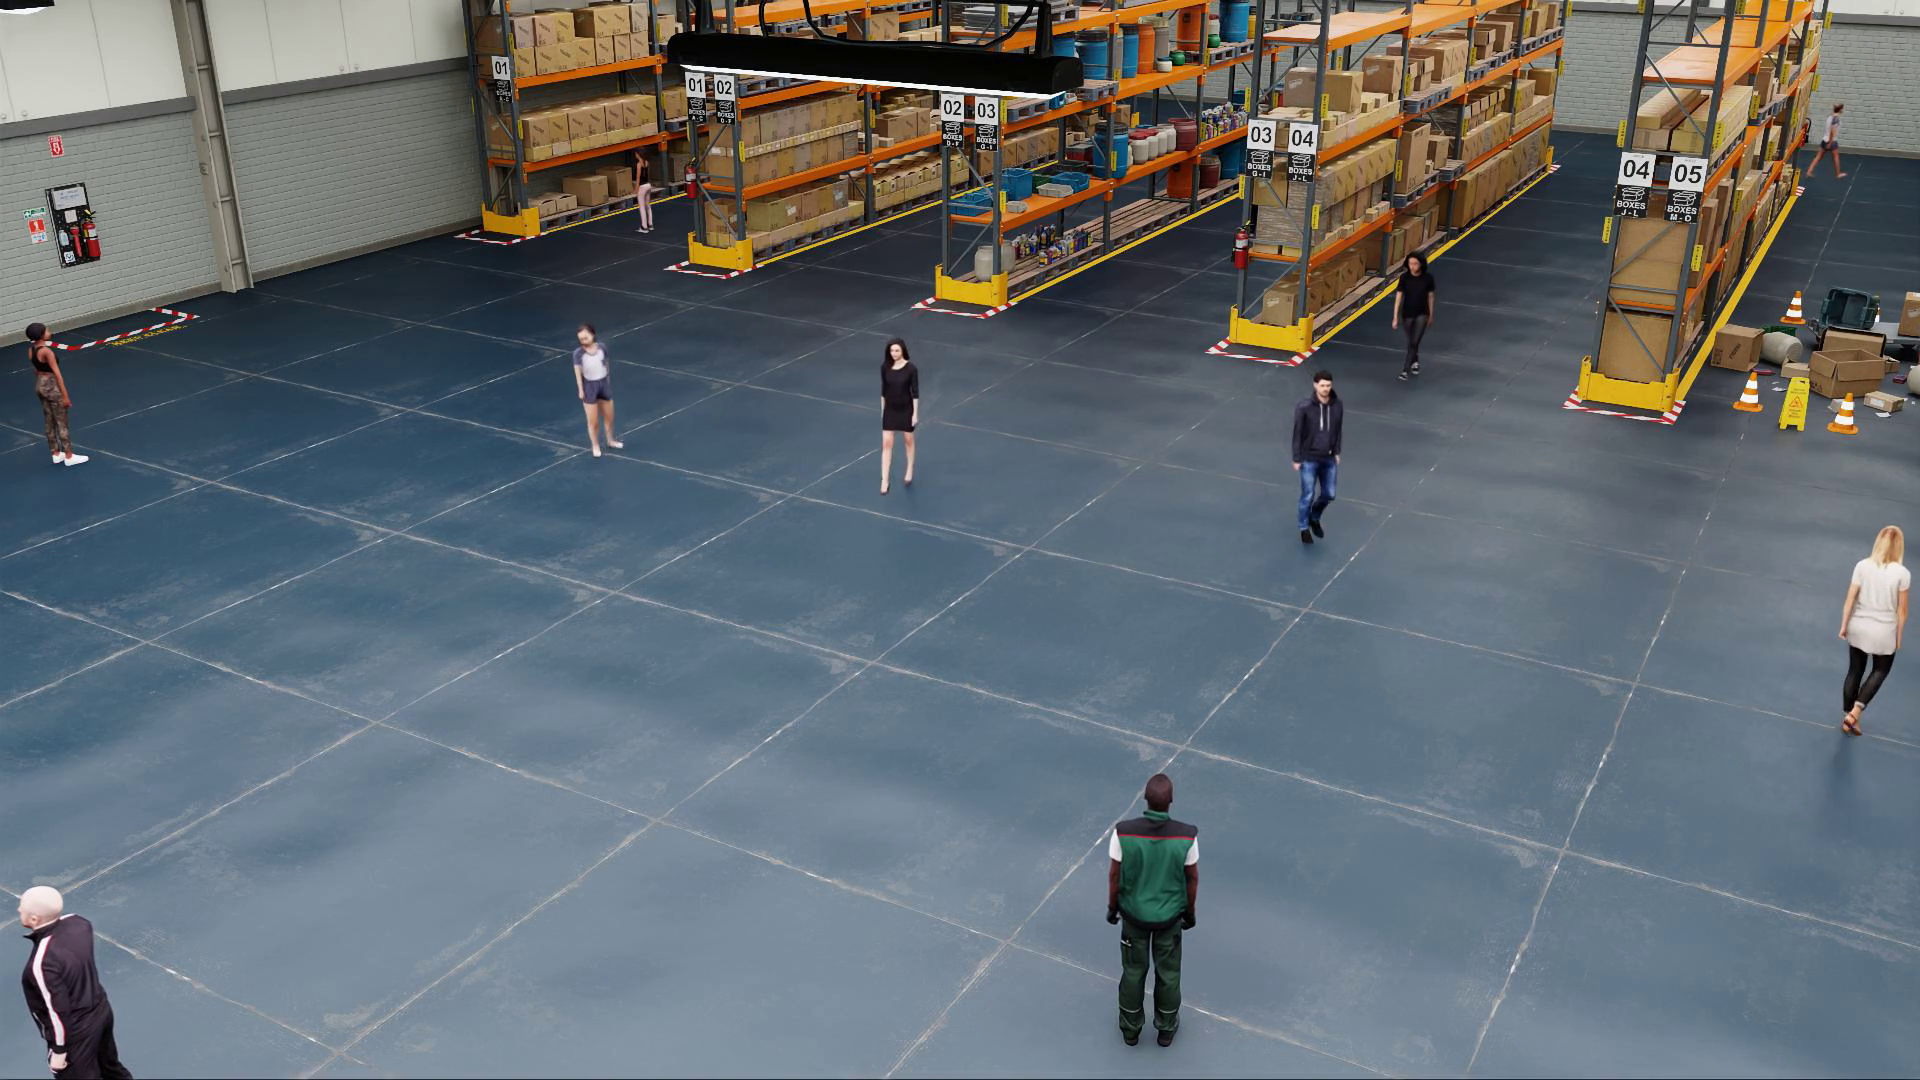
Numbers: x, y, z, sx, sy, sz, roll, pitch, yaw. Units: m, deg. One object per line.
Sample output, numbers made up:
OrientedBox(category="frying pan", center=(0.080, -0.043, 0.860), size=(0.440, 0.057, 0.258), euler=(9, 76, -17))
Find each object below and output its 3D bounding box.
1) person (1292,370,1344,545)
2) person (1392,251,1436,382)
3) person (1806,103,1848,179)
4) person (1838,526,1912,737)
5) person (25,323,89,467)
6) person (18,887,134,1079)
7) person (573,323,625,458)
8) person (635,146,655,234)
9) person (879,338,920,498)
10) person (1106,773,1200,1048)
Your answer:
OrientedBox(category="person", center=(3.661, -0.884, 17.175), size=(0.814, 1.875, 0.855), euler=(-4, 23, -8))
OrientedBox(category="person", center=(6.166, -3.038, 22.383), size=(0.680, 1.765, 1.155), euler=(9, 25, 20))
OrientedBox(category="person", center=(18.406, -8.448, 35.350), size=(0.961, 1.572, 1.044), euler=(0, 23, 0))
OrientedBox(category="person", center=(7.297, 0.778, 13.342), size=(0.717, 1.817, 0.846), euler=(20, 30, 39))
OrientedBox(category="person", center=(-10.568, -1.709, 19.339), size=(0.567, 1.700, 0.519), euler=(12, 26, 27))
OrientedBox(category="person", center=(-4.725, 2.639, 8.942), size=(0.826, 1.836, 0.722), euler=(-2, 23, -4))
OrientedBox(category="person", center=(-4.291, -1.771, 19.577), size=(0.861, 1.628, 0.682), euler=(17, 28, 34))
OrientedBox(category="person", center=(-5.857, -6.495, 30.767), size=(0.598, 1.564, 0.492), euler=(9, 25, 19))
OrientedBox(category="person", center=(-0.632, -1.396, 18.522), size=(0.812, 1.764, 1.142), euler=(6, 24, 15))
OrientedBox(category="person", center=(1.148, 2.213, 9.940), size=(0.776, 1.839, 0.751), euler=(2, 23, 5))
